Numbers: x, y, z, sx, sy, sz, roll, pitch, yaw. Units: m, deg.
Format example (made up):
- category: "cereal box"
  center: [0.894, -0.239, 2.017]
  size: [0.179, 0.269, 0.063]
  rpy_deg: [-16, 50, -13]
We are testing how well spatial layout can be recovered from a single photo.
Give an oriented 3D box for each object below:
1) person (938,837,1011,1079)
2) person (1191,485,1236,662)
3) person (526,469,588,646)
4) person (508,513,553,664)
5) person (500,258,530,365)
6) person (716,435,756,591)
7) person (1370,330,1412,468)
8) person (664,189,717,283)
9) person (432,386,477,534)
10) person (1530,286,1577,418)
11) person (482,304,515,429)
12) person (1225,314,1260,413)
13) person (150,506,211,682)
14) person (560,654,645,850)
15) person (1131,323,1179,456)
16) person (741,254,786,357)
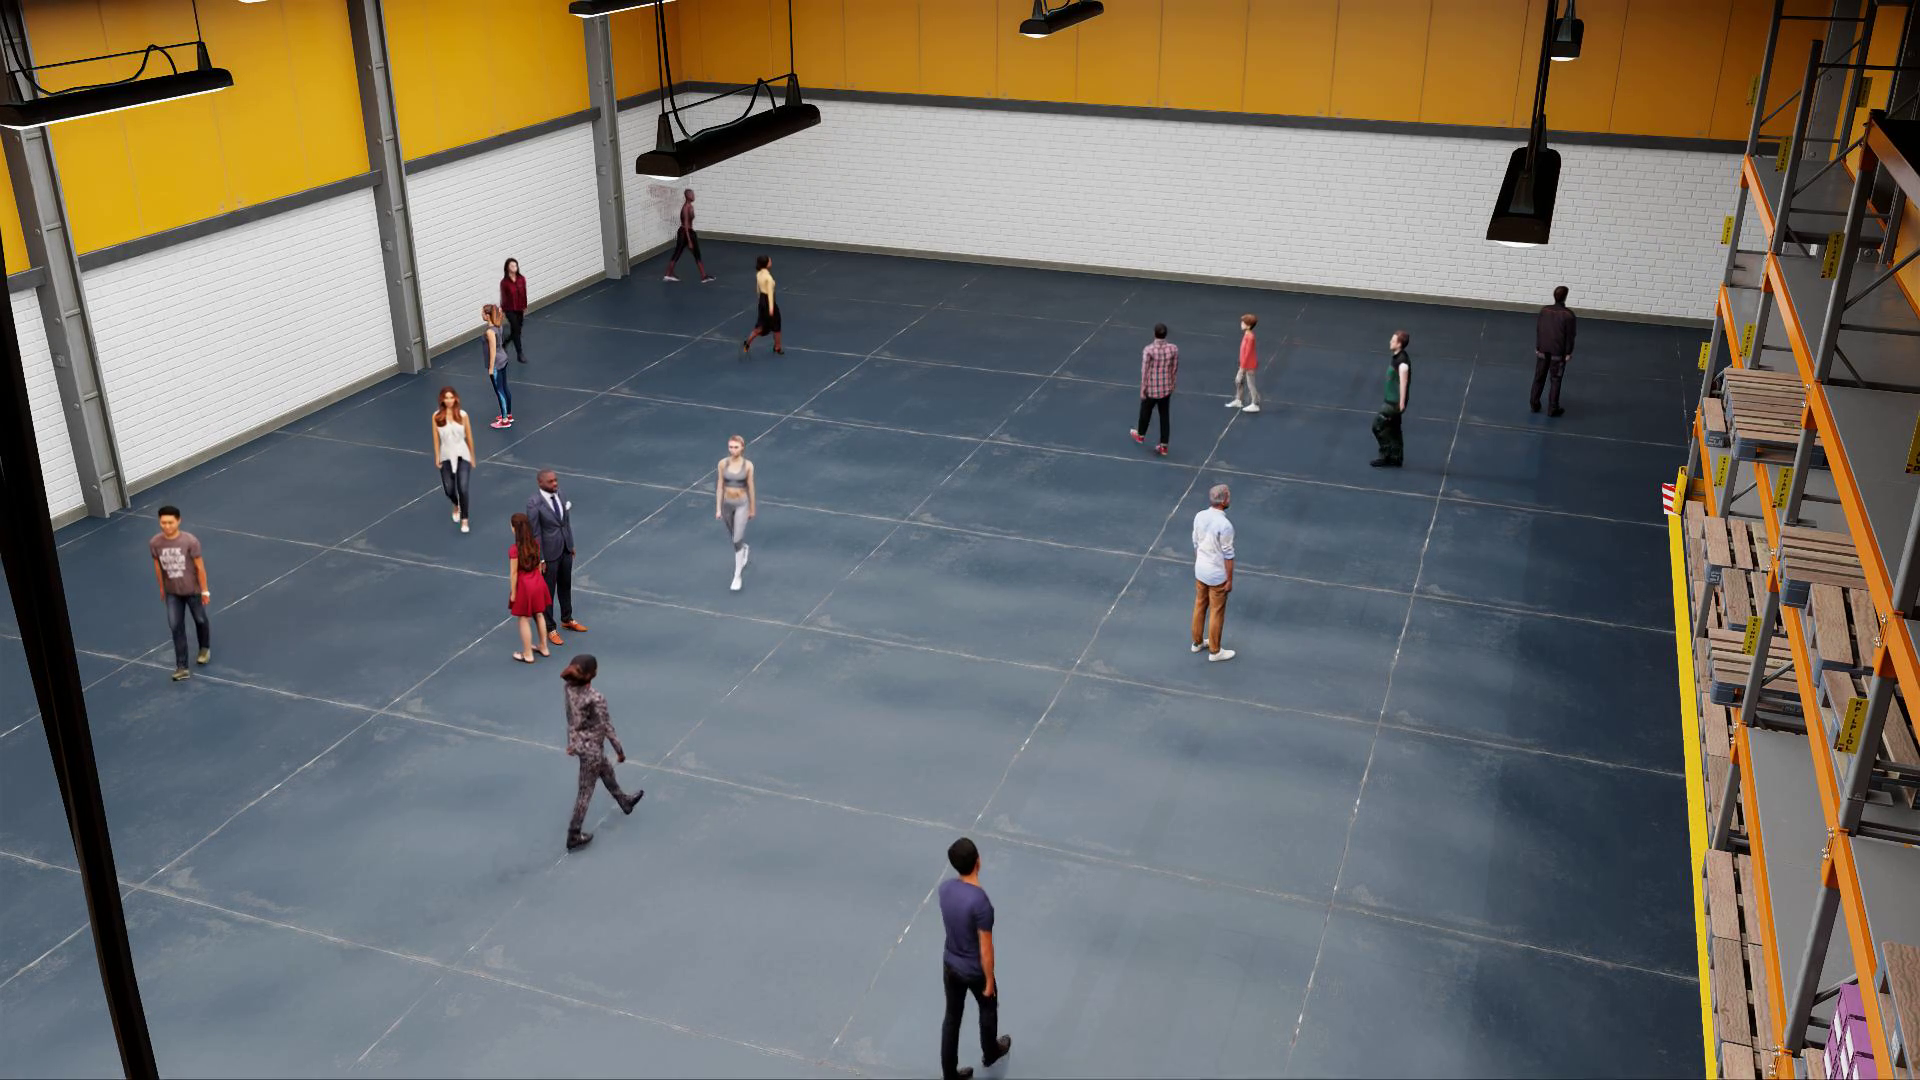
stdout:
- category: "person"
  center: [0.014, 2.836, 10.865]
  size: [0.978, 1.747, 0.844]
  rpy_deg: [-20, 31, -38]
- category: "person"
  center: [2.521, 0.309, 16.545]
  size: [0.789, 1.827, 0.769]
  rpy_deg: [-15, 28, -30]
- category: "person"
  center: [-4.145, 0.131, 16.958]
  size: [0.795, 1.822, 0.610]
  rpy_deg: [14, 27, 28]
- category: "person"
  center: [-4.288, 0.463, 16.541]
  size: [0.685, 1.549, 0.613]
  rpy_deg: [16, 28, 32]
- category: "person"
  center: [-6.922, -3.547, 25.612]
  size: [0.829, 1.631, 0.946]
  rpy_deg: [20, 30, 38]
- category: "person"
  center: [-2.450, -0.364, 18.282]
  size: [0.712, 1.670, 1.184]
  rpy_deg: [3, 24, 8]
- category: "person"
  center: [5.666, -1.798, 21.359]
  size: [0.710, 1.831, 0.616]
  rpy_deg: [6, 24, 14]
- category: "person"
  center: [-4.999, -5.422, 29.830]
  size: [0.701, 1.688, 1.196]
  rpy_deg: [5, 24, 11]
- category: "person"
  center: [-5.940, -0.977, 19.550]
  size: [0.780, 1.777, 0.842]
  rpy_deg: [-6, 24, -14]
- category: "person"
  center: [8.313, -2.662, 23.329]
  size: [0.742, 1.838, 0.793]
  rpy_deg: [-21, 31, -40]
- category: "person"
  center: [-6.371, -2.409, 22.893]
  size: [0.683, 1.723, 0.563]
  rpy_deg: [1, 24, 2]
- category: "person"
  center: [4.152, -2.485, 23.471]
  size: [0.708, 1.400, 0.709]
  rpy_deg: [-1, 24, -1]
- category: "person"
  center: [-7.591, 0.449, 16.327]
  size: [0.969, 1.746, 1.137]
  rpy_deg: [-3, 24, -8]
- category: "person"
  center: [-3.071, 1.740, 13.463]
  size: [0.878, 1.675, 1.155]
  rpy_deg: [20, 30, 38]
- category: "person"
  center: [2.630, -1.962, 21.853]
  size: [1.057, 1.738, 1.160]
  rpy_deg: [-7, 25, -16]
- category: "person"
  center: [-3.052, -3.577, 25.684]
  size: [1.066, 1.628, 0.895]
  rpy_deg: [-18, 29, -35]
